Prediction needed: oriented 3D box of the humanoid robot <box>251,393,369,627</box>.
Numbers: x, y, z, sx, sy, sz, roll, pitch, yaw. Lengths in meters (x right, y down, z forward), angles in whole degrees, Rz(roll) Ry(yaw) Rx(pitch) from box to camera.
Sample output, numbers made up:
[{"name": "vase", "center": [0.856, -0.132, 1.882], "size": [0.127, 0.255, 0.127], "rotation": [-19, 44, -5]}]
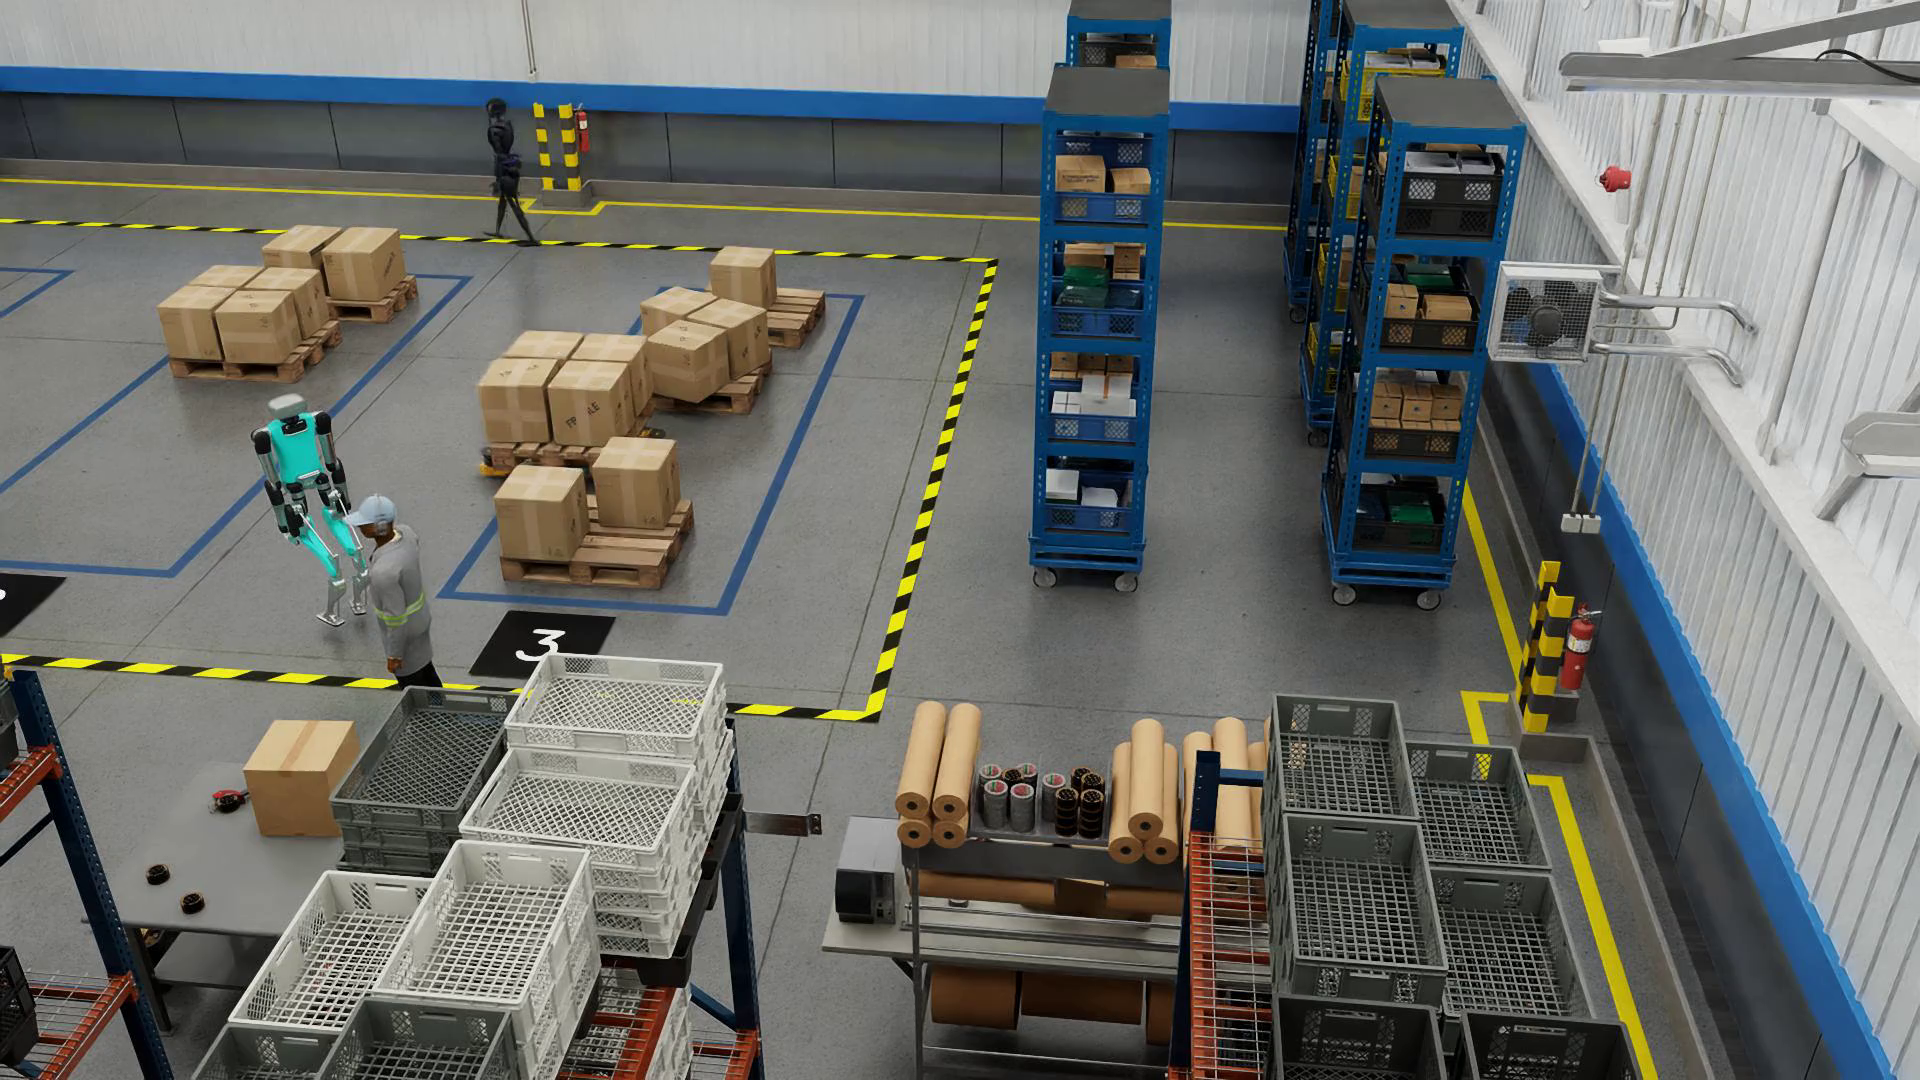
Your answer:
[{"name": "humanoid robot", "center": [-4.332, -0.147, 11.338], "size": [0.533, 1.672, 0.735], "rotation": [-25, 38, -36]}]

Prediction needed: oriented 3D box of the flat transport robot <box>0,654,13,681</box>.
[{"name": "flat transport robot", "center": [-7.142, 0.969, 11.010], "size": [1.431, 0.231, 0.659], "rotation": [3, 30, 6]}]

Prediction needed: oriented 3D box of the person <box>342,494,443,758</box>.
[{"name": "person", "center": [-3.431, 0.540, 10.170], "size": [0.384, 1.851, 0.598], "rotation": [-2, 30, -4]}]

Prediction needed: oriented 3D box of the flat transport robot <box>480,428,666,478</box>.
[{"name": "flat transport robot", "center": [-3.217, -0.745, 13.925], "size": [1.431, 0.197, 0.652], "rotation": [3, 30, 6]}]

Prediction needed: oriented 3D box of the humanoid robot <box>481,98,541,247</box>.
[{"name": "humanoid robot", "center": [-5.015, -3.997, 18.157], "size": [0.688, 1.638, 0.585], "rotation": [-2, 30, -3]}]
